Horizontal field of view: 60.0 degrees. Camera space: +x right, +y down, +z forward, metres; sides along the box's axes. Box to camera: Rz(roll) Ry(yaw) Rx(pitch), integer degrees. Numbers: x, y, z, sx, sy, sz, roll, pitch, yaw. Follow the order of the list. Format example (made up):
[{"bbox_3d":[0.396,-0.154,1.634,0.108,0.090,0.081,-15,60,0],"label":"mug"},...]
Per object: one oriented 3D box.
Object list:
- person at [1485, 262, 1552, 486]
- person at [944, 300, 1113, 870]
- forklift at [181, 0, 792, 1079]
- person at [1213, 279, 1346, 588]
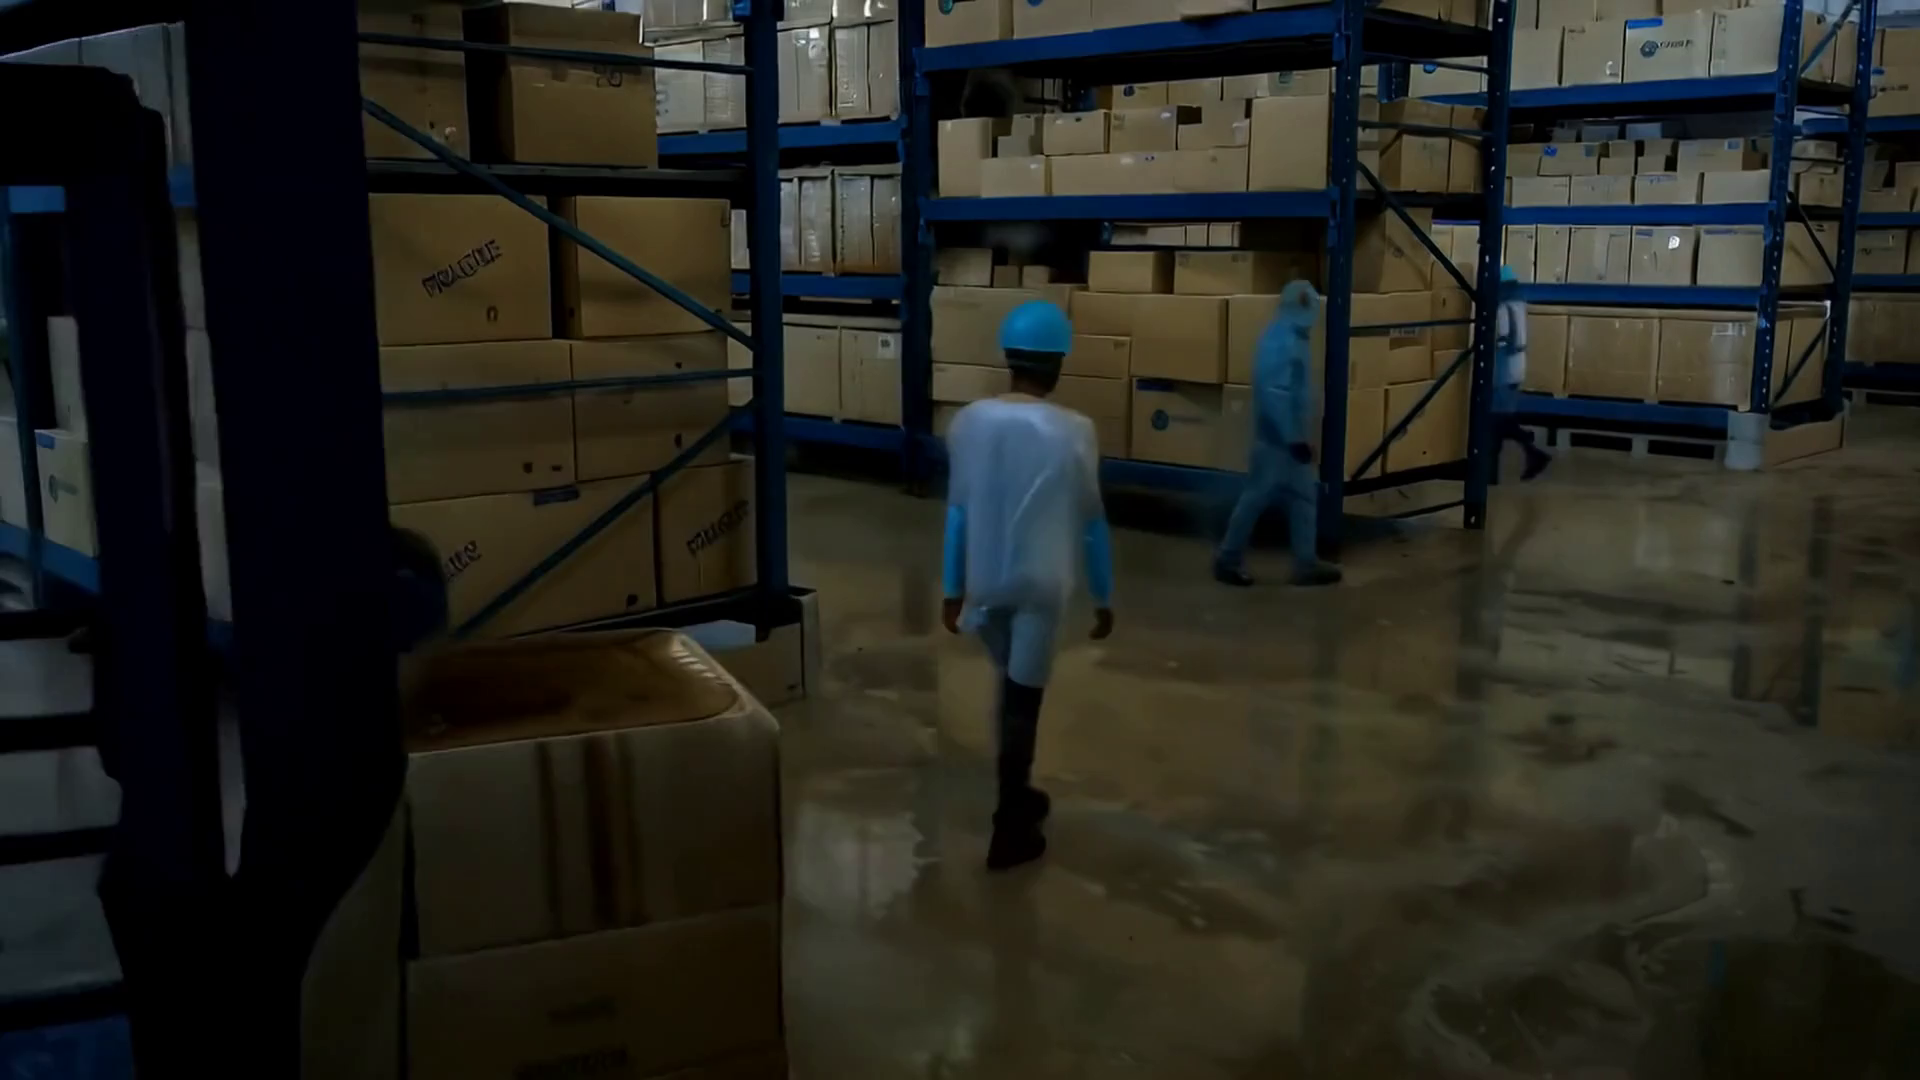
[{"bbox_3d":[4.676,-1.395,14.125,0.641,1.912,0.573,7,13,34],"label":"person"},{"bbox_3d":[0.267,0.140,5.730,0.569,1.908,0.736,7,12,32],"label":"person"},{"bbox_3d":[-1.419,0.031,3.685,1.873,2.768,1.129,-4,11,-22],"label":"forklift"},{"bbox_3d":[1.914,-0.622,10.034,0.809,1.865,0.759,3,11,17],"label":"person"}]
